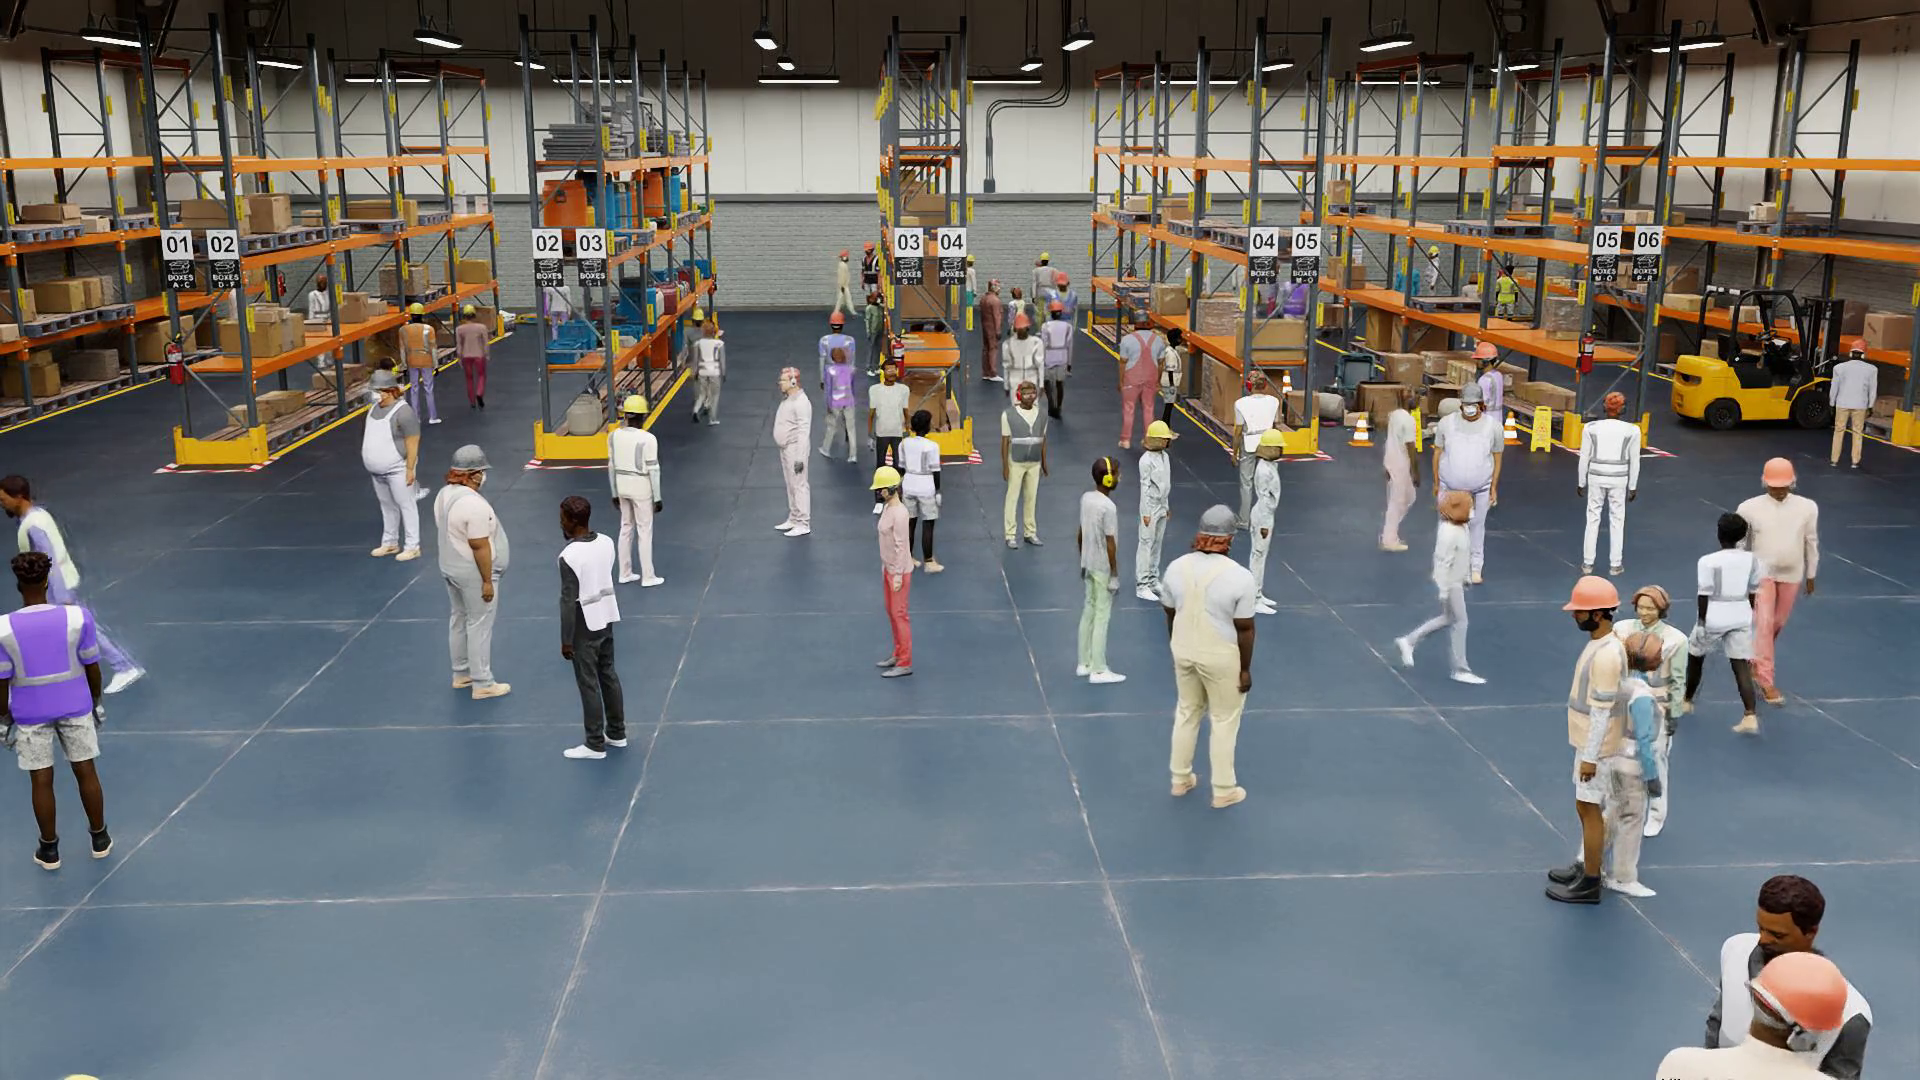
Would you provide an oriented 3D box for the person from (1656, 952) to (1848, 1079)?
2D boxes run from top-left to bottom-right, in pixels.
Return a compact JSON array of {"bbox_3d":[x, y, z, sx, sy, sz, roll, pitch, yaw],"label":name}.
[{"bbox_3d":[2.414,2.194,5.122,0.677,1.969,0.447,5,14,20],"label":"person"}]

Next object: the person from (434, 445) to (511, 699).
[{"bbox_3d":[-3.867,0.230,13.294,0.535,2.000,0.686,-12,18,-40],"label":"person"}]

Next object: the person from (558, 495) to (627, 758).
[{"bbox_3d":[-2.648,0.620,11.929,0.392,1.912,0.589,5,14,20],"label":"person"}]

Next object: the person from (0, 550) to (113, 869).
[{"bbox_3d":[-5.514,1.031,10.087,0.605,1.954,0.373,-9,16,-33],"label":"person"}]

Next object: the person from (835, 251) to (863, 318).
[{"bbox_3d":[-2.906,-6.568,42.767,0.738,1.715,0.590,-2,14,-10],"label":"person"}]

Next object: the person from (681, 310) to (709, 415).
[{"bbox_3d":[-4.320,-2.955,27.488,0.533,1.715,0.930,-1,13,-4],"label":"person"}]

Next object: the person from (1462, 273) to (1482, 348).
[{"bbox_3d":[11.234,-5.025,36.448,0.500,1.628,0.267,7,15,26],"label":"person"}]

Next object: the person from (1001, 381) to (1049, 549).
[{"bbox_3d":[0.707,-0.838,18.230,0.564,1.847,0.395,-7,15,-26],"label":"person"}]

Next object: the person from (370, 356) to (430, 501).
[{"bbox_3d":[-6.884,-1.339,20.375,0.560,1.833,0.887,4,14,15],"label":"person"}]

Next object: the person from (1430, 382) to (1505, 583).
[{"bbox_3d":[5.083,-0.578,16.717,0.681,2.000,0.538,4,14,18],"label":"person"}]

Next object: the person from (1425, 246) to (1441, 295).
[{"bbox_3d":[12.180,-6.651,42.885,0.403,1.834,0.589,3,14,13],"label":"person"}]

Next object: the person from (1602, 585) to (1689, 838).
[{"bbox_3d":[4.351,1.076,10.596,0.314,1.631,0.517,-12,18,-41],"label":"person"}]

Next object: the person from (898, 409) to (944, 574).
[{"bbox_3d":[-0.399,-0.499,17.116,0.540,1.695,0.317,11,17,39],"label":"person"}]

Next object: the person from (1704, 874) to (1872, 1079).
[{"bbox_3d":[2.837,2.056,5.827,0.393,1.916,0.591,-6,14,-22],"label":"person"}]

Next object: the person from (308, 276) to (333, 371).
[{"bbox_3d":[-12.494,-4.237,32.582,0.405,1.870,0.578,2,13,9],"label":"person"}]

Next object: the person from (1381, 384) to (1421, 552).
[{"bbox_3d":[4.786,-0.763,17.968,0.452,1.830,0.532,0,13,1],"label":"person"}]

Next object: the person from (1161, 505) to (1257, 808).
[{"bbox_3d":[1.694,0.753,11.078,0.688,2.000,0.535,12,18,42],"label":"person"}]

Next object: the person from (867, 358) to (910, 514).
[{"bbox_3d":[-0.843,-1.244,19.890,0.531,1.876,0.317,-2,13,-7],"label":"person"}]

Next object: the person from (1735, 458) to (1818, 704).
[{"bbox_3d":[6.514,0.299,13.285,0.665,1.907,0.943,3,14,13],"label":"person"}]

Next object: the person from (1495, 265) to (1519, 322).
[{"bbox_3d":[12.507,-5.440,38.050,0.542,1.695,0.316,10,17,37],"label":"person"}]

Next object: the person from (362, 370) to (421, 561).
[{"bbox_3d":[-6.051,-0.794,17.631,0.684,2.000,0.536,9,16,34],"label":"person"}]

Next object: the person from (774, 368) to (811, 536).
[{"bbox_3d":[-1.900,-0.995,18.790,0.403,1.902,0.673,-6,14,-23],"label":"person"}]

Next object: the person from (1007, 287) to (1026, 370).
[{"bbox_3d":[1.113,-4.148,32.698,0.309,1.639,0.522,11,17,38],"label":"person"}]

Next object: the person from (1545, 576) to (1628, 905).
[{"bbox_3d":[3.640,1.153,9.647,0.389,1.923,0.550,4,14,17],"label":"person"}]

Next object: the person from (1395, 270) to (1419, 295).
[{"bbox_3d":[10.770,-5.947,40.074,0.561,1.753,0.331,3,14,11],"label":"person"}]

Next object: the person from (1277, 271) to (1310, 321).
[{"bbox_3d":[7.024,-4.807,35.122,0.633,1.807,0.695,0,13,-2],"label":"person"}]

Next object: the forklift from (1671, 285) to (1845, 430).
[{"bbox_3d":[12.503,-2.886,26.166,2.313,2.155,1.214,-1,13,-3],"label":"forklift"}]

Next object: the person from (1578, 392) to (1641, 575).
[{"bbox_3d":[6.639,-0.578,17.057,0.576,1.881,0.354,6,15,24],"label":"person"}]

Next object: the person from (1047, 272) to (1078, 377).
[{"bbox_3d":[1.972,-4.186,32.112,0.614,2.002,1.052,-2,13,-7],"label":"person"}]

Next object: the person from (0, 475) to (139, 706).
[{"bbox_3d":[-7.111,0.373,13.126,1.013,1.855,0.594,-6,15,-24],"label":"person"}]

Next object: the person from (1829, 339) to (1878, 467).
[{"bbox_3d":[12.236,-1.873,22.817,0.573,1.750,0.331,7,15,26],"label":"person"}]

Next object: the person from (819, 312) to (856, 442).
[{"bbox_3d":[-1.822,-2.426,24.765,0.547,1.938,0.379,-1,13,-2],"label":"person"}]
